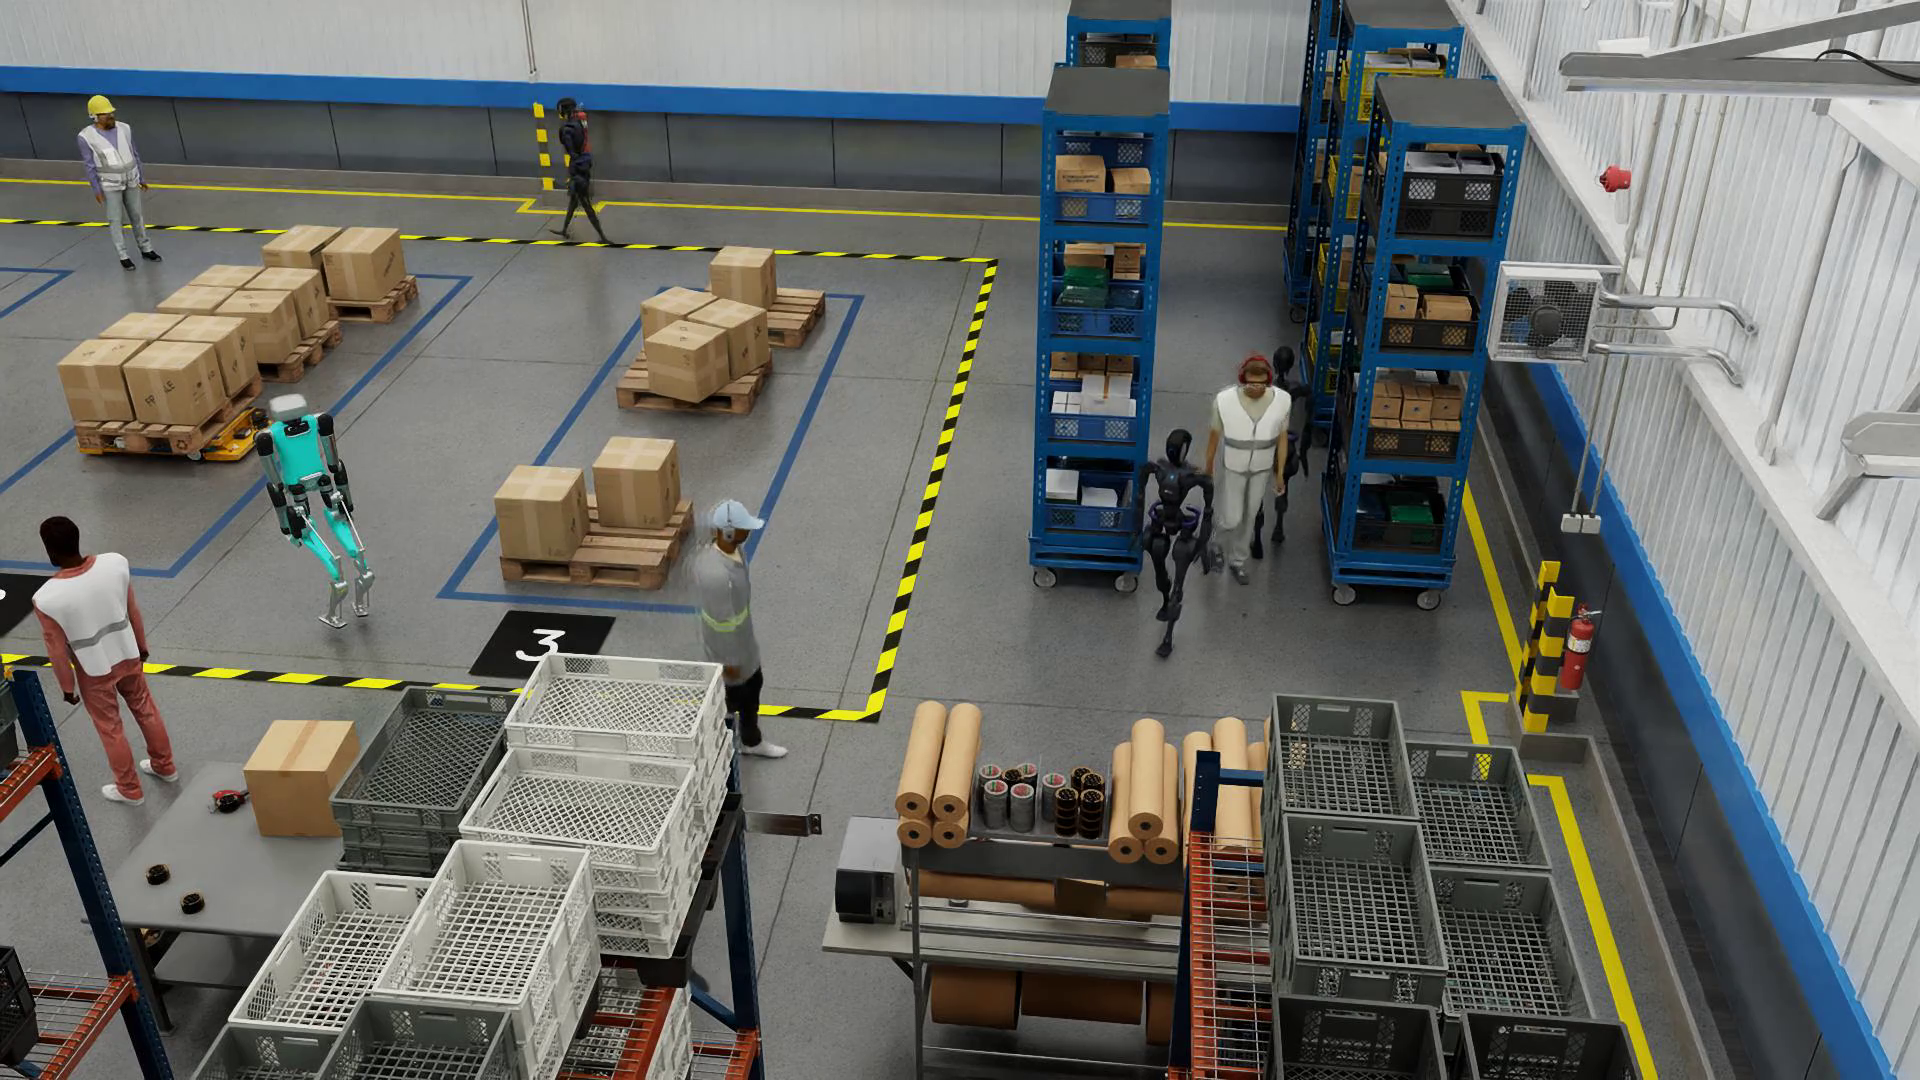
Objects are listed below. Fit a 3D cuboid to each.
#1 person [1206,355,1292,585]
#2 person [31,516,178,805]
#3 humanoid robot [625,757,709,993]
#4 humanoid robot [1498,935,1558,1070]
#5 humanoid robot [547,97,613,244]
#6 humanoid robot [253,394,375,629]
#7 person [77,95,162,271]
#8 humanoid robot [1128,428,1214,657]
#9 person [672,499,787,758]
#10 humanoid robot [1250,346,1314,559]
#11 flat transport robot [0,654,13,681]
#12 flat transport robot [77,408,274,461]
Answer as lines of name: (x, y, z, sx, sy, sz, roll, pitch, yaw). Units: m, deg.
person: (2.067, -0.505, 12.000, 0.557, 1.821, 0.471, -4, 30, -7)
person: (-5.049, 0.716, 9.820, 0.394, 1.911, 0.580, 17, 34, 27)
humanoid robot: (-1.560, 1.550, 8.675, 0.610, 1.636, 0.790, -24, 38, -35)
humanoid robot: (2.114, 2.390, 7.128, 0.831, 1.793, 0.542, 4, 30, 6)
humanoid robot: (-4.251, -4.016, 18.204, 0.735, 1.629, 0.615, -2, 30, -3)
humanoid robot: (-4.310, -0.137, 11.316, 0.533, 1.677, 0.735, -25, 38, -36)
person: (-8.916, -3.794, 17.630, 0.404, 1.836, 0.597, 20, 36, 30)
humanoid robot: (1.446, -0.036, 11.377, 0.599, 1.622, 0.786, 12, 32, 20)
person: (-1.436, 0.576, 10.130, 0.608, 1.827, 0.596, 4, 30, 6)
humanoid robot: (2.314, -0.658, 12.410, 0.602, 1.643, 0.429, 3, 30, 5)
flat transport robot: (-7.142, 0.969, 11.010, 1.431, 0.231, 0.659, 3, 30, 6)
flat transport robot: (-6.728, -0.944, 14.268, 1.431, 0.197, 0.652, 3, 30, 6)
